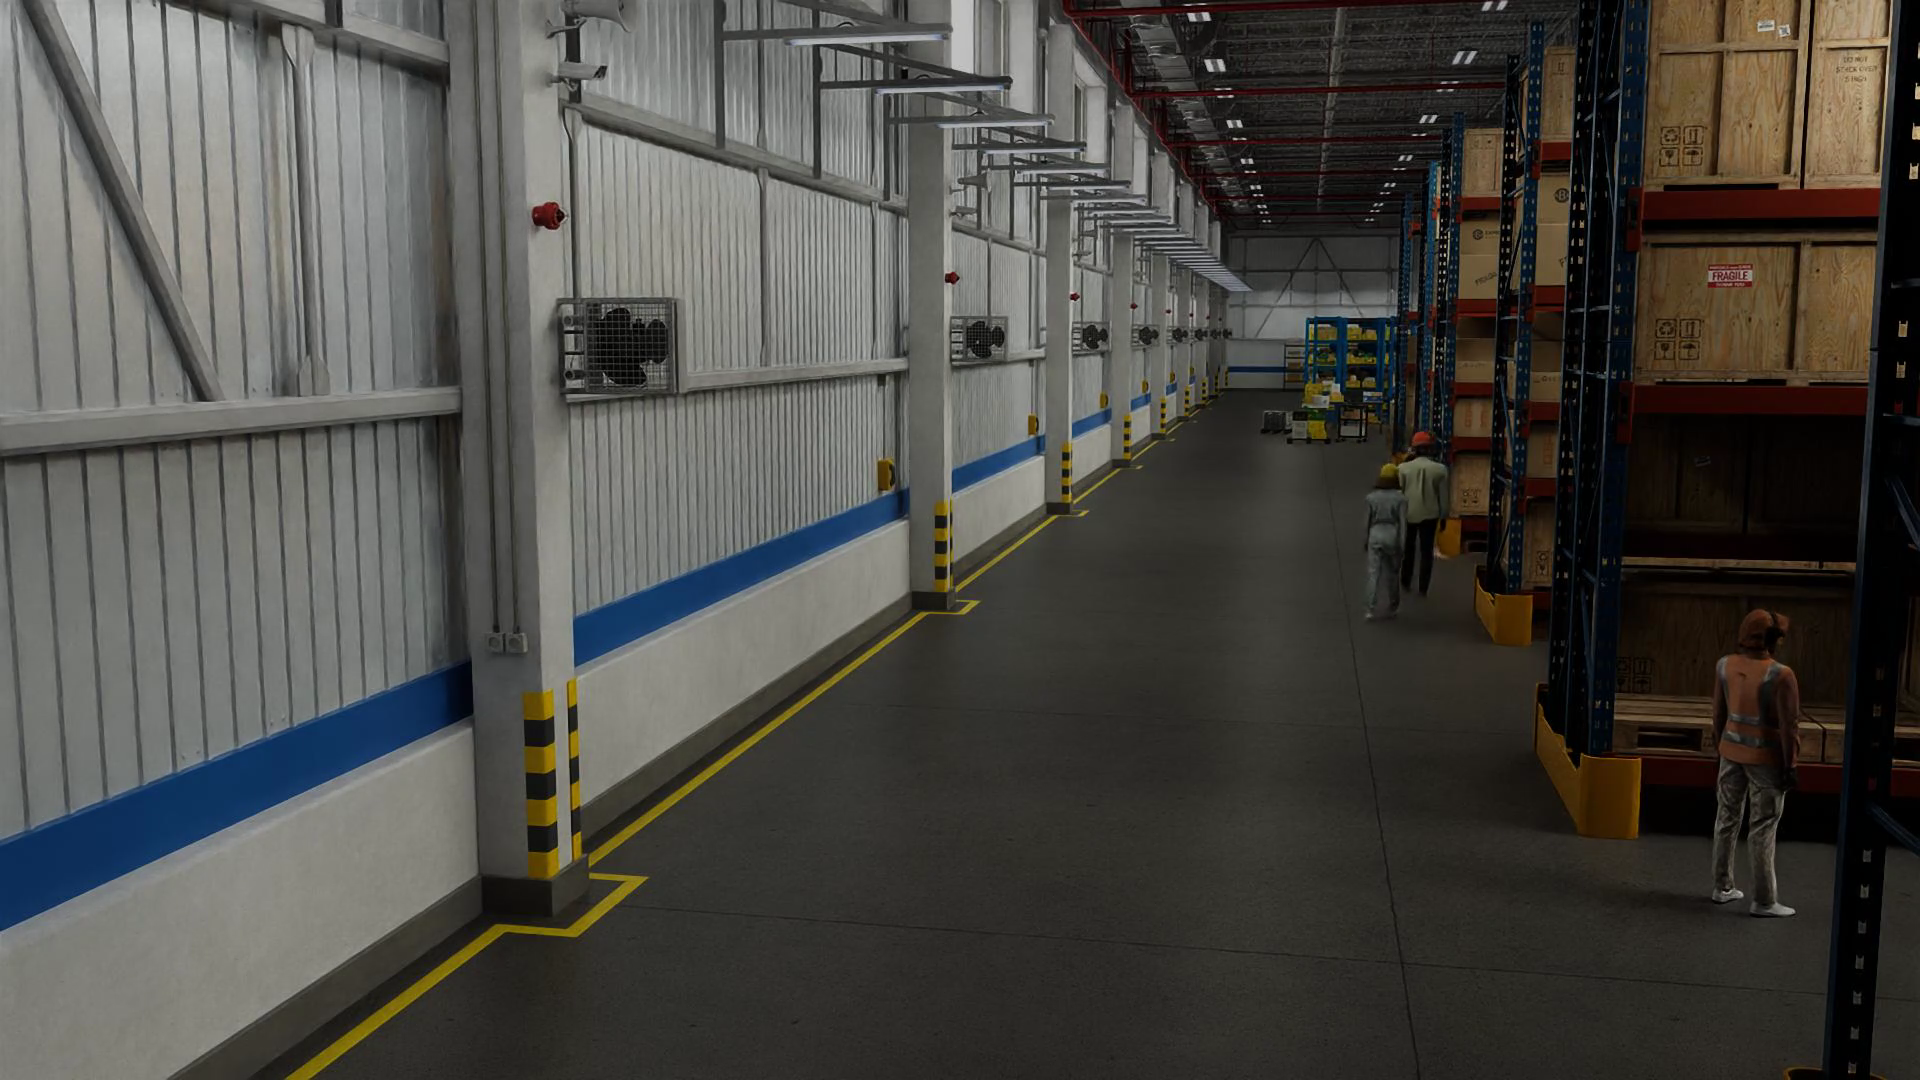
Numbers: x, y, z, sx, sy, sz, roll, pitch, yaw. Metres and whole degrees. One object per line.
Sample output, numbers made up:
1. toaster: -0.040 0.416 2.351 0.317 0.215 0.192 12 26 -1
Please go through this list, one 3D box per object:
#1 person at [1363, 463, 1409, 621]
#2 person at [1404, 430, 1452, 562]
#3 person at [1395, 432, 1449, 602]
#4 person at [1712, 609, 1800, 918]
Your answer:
1. person: 4.574 0.018 17.924 0.497 1.701 0.876 4 8 28
2. person: 6.203 -0.597 22.595 0.971 1.788 0.635 5 9 37
3. person: 5.368 -0.290 19.418 0.649 1.936 1.046 1 7 9
4. person: 4.234 1.180 8.870 0.310 1.640 0.514 -3 8 -24
